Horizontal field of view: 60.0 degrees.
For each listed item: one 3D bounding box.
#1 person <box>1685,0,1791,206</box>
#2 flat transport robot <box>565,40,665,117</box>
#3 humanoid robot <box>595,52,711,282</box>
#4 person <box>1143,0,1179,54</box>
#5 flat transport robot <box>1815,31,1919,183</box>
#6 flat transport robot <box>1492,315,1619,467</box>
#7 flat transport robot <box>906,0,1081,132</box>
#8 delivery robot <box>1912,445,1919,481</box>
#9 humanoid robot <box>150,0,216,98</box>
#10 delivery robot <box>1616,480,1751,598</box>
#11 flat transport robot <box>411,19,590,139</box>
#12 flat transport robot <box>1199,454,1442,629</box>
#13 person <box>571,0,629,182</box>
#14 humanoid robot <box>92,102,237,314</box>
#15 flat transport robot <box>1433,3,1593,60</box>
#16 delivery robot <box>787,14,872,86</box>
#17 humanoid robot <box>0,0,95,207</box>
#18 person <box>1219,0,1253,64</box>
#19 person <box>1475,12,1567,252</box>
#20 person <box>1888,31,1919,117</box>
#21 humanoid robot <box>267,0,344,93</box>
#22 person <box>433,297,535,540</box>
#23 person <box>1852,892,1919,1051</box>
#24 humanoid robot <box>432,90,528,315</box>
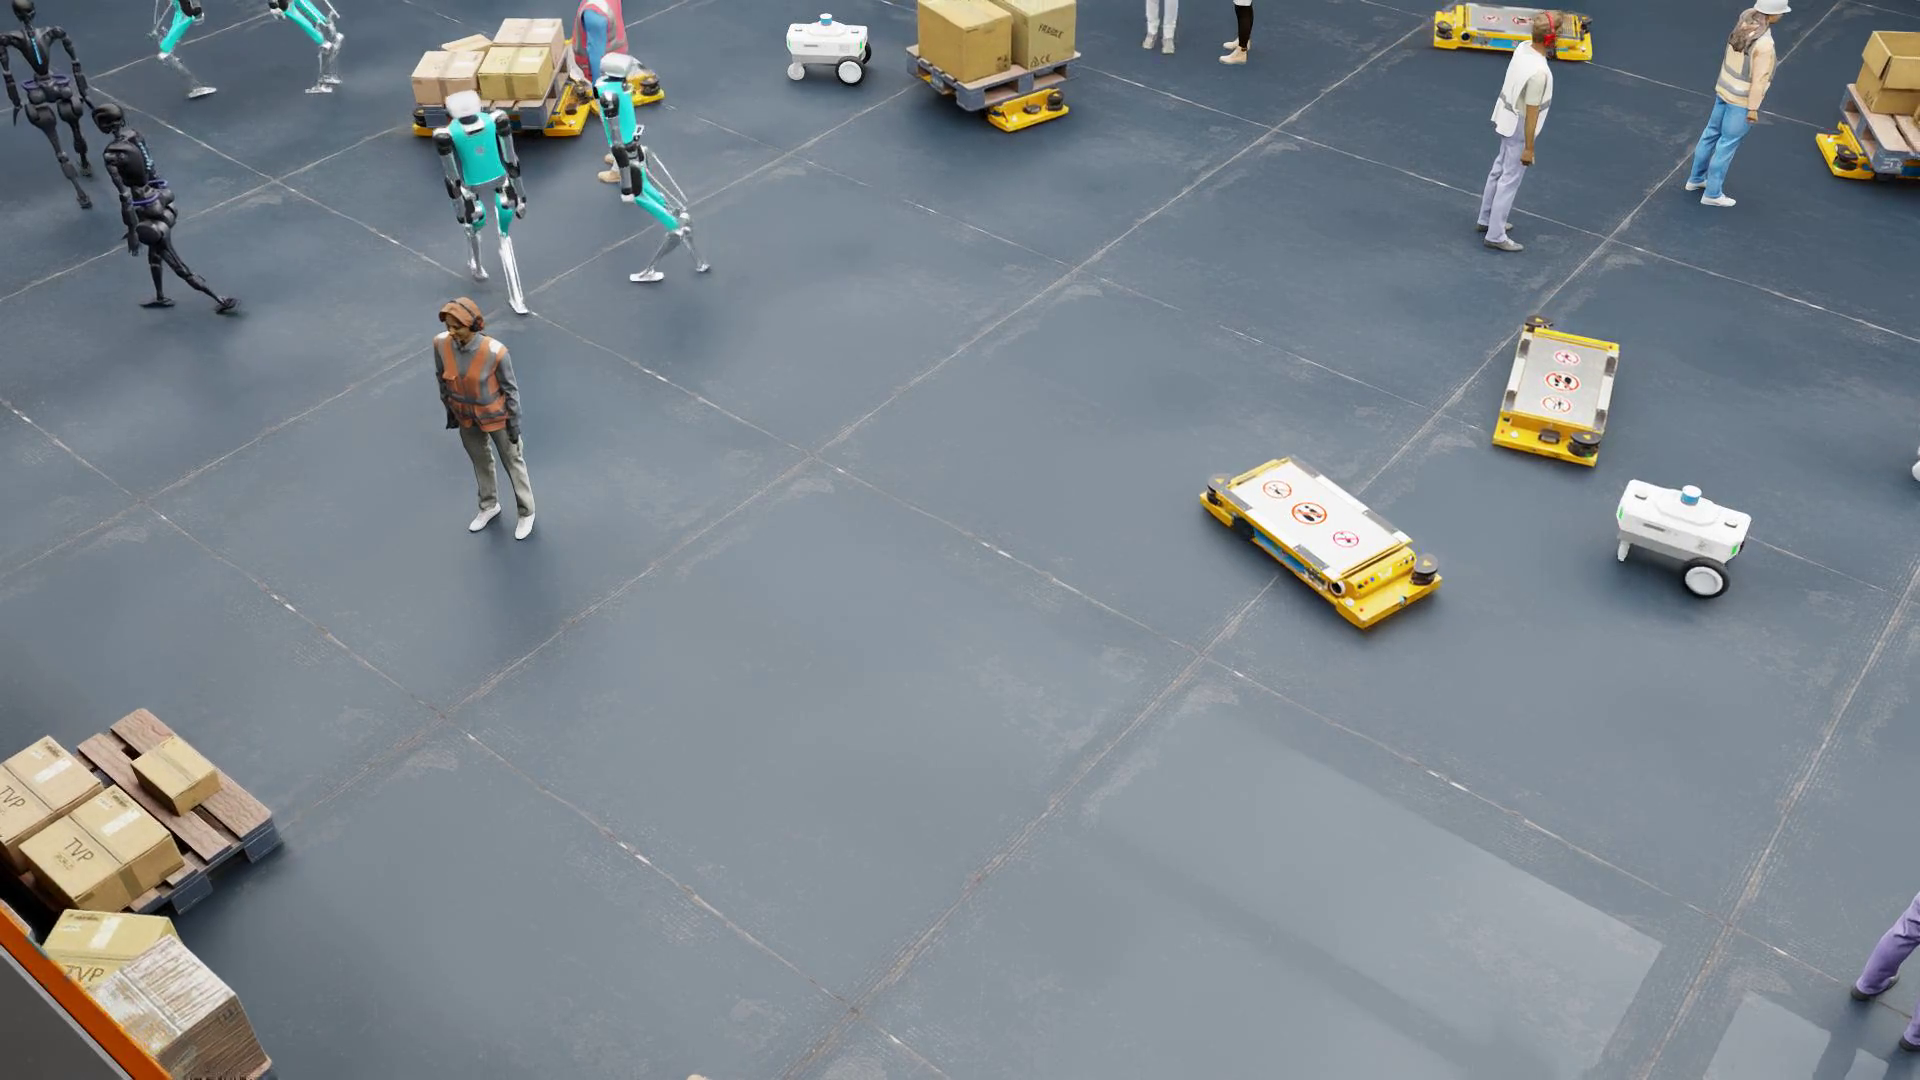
[{"bbox_3d":[6.092,-3.471,13.034,0.371,1.728,0.496,-6,41,-7],"label":"person"},{"bbox_3d":[-3.308,-4.247,15.074,0.659,0.231,1.431,-25,46,-27],"label":"flat transport robot"},{"bbox_3d":[-2.152,-2.620,12.096,0.792,1.881,0.554,0,40,0],"label":"humanoid robot"},{"bbox_3d":[1.826,-5.377,15.175,0.645,1.862,0.572,6,41,7],"label":"person"},{"bbox_3d":[7.968,-3.207,13.850,1.431,0.231,0.659,6,41,6],"label":"flat transport robot"},{"bbox_3d":[4.066,-1.031,11.290,0.659,0.231,1.431,15,43,17],"label":"flat transport robot"},{"bbox_3d":[0.282,-4.060,14.854,0.659,0.231,1.431,-24,46,-26],"label":"flat transport robot"},{"bbox_3d":[6.503,-0.560,10.501,0.768,0.576,0.499,22,45,24],"label":"delivery robot"},{"bbox_3d":[-6.855,-4.603,14.399,0.706,1.837,0.534,-29,48,-30],"label":"humanoid robot"},{"bbox_3d":[4.323,-0.050,9.928,0.781,0.610,0.525,21,45,23],"label":"delivery robot"},{"bbox_3d":[-3.974,-3.746,14.484,1.431,0.231,0.659,0,40,0],"label":"flat transport robot"},{"bbox_3d":[2.176,-0.038,10.123,0.659,0.231,1.431,-24,46,-26],"label":"flat transport robot"},{"bbox_3d":[-2.860,-3.772,13.313,0.431,1.836,0.629,0,40,0],"label":"person"},{"bbox_3d":[-5.676,-2.316,11.766,0.769,1.644,0.610,0,40,0],"label":"humanoid robot"},{"bbox_3d":[5.231,-4.811,15.737,1.431,0.231,0.659,9,41,10],"label":"flat transport robot"},{"bbox_3d":[-1.183,-4.479,15.124,0.774,0.592,0.499,3,40,4],"label":"delivery robot"},{"bbox_3d":[-7.213,-3.504,13.148,0.614,1.626,0.773,-22,45,-24],"label":"humanoid robot"},{"bbox_3d":[2.572,-5.176,15.070,0.322,1.691,0.532,10,41,11],"label":"person"},{"bbox_3d":[4.180,-3.064,12.465,0.373,1.843,0.569,1,40,1],"label":"person"},{"bbox_3d":[8.224,-4.204,13.896,0.319,1.729,0.487,-9,41,-11],"label":"person"},{"bbox_3d":[-5.745,-4.762,14.546,0.676,1.789,0.544,9,41,10],"label":"humanoid robot"},{"bbox_3d":[-2.820,-0.724,9.869,0.513,1.640,0.307,11,42,12],"label":"person"},{"bbox_3d":[4.332,1.499,7.109,0.391,1.836,0.559,-14,42,-16],"label":"person"},{"bbox_3d":[-3.475,-2.491,11.908,0.571,1.793,0.936,-22,45,-24],"label":"humanoid robot"}]
